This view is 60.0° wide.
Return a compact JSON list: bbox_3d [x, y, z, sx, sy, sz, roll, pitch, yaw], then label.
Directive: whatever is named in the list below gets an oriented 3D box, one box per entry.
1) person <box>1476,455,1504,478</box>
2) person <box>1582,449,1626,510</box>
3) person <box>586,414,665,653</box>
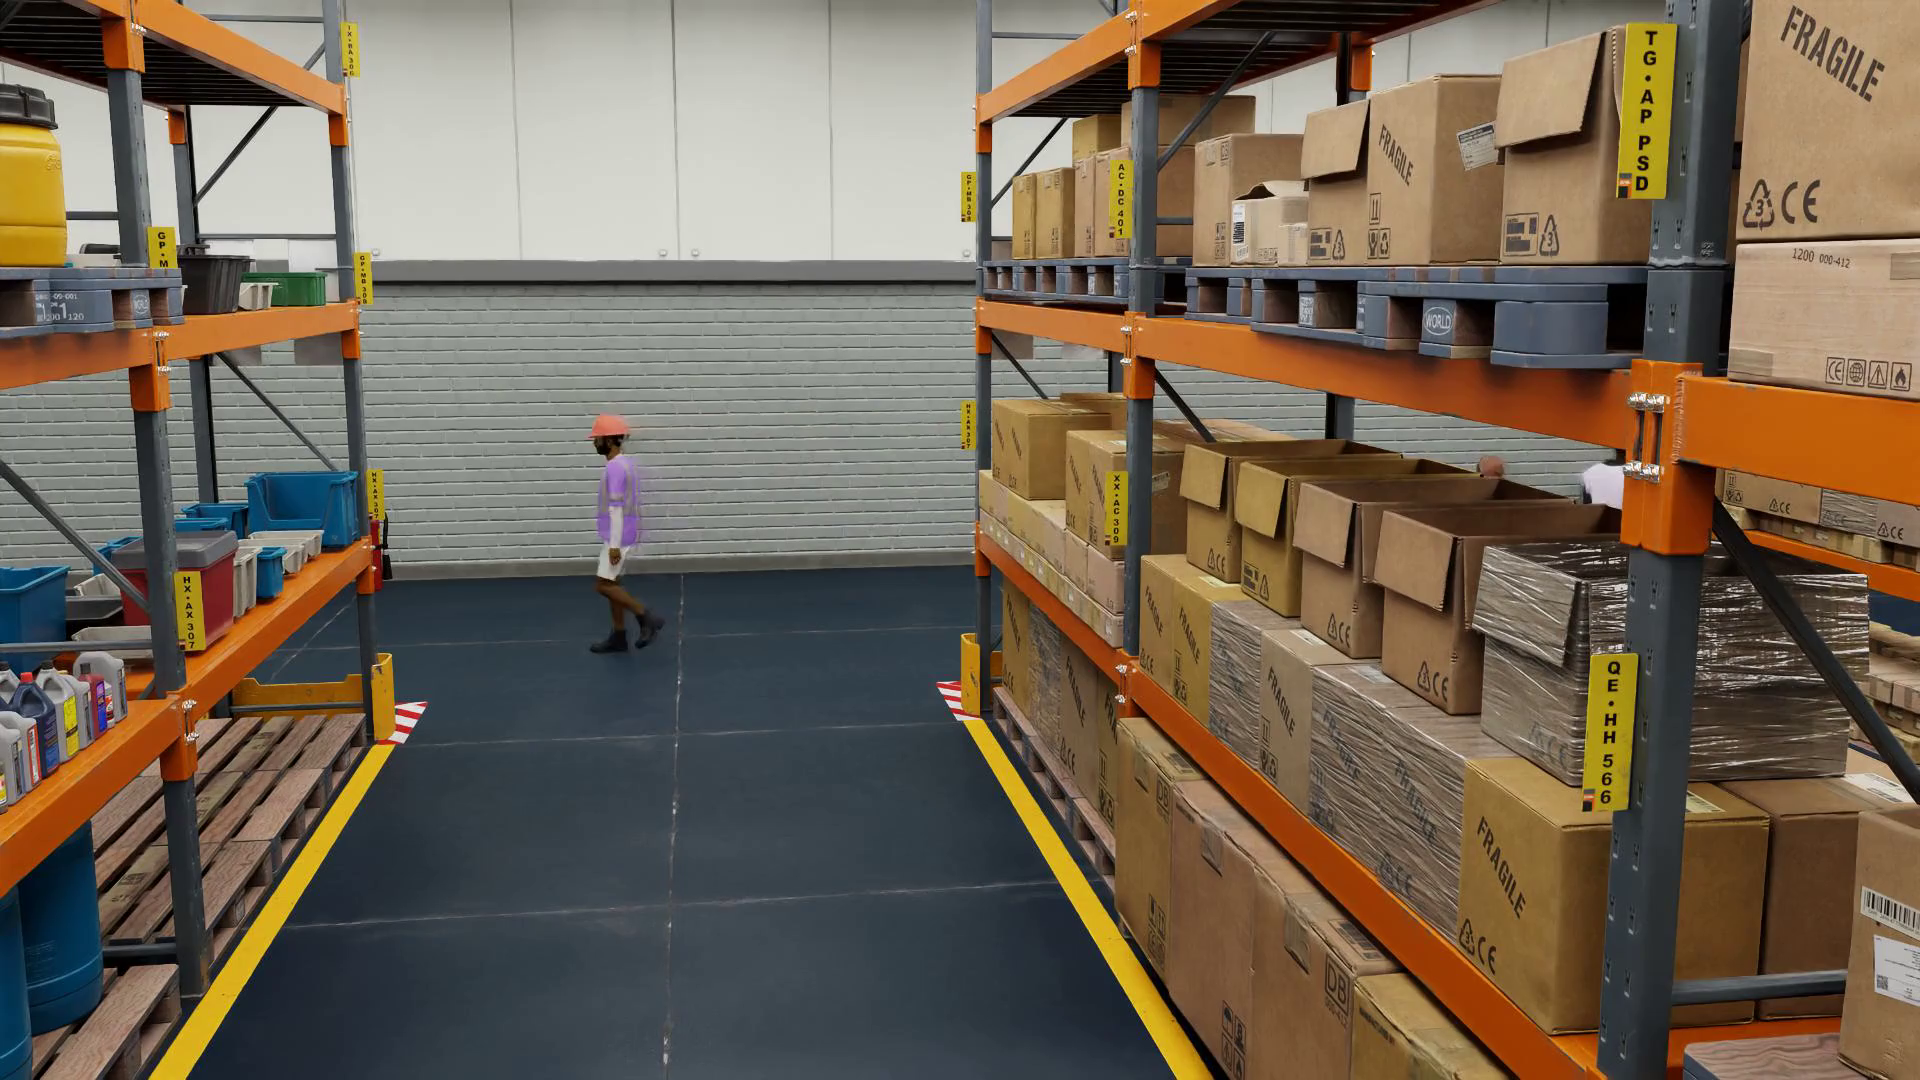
[{"bbox_3d":[4.030,0.143,12.901,0.565,1.614,0.612,-2,10,-14],"label":"person"},{"bbox_3d":[5.022,0.062,12.689,0.950,1.868,0.620,-5,10,-29],"label":"person"},{"bbox_3d":[-2.675,-0.038,13.107,0.488,1.915,0.562,-1,9,-9],"label":"person"}]
